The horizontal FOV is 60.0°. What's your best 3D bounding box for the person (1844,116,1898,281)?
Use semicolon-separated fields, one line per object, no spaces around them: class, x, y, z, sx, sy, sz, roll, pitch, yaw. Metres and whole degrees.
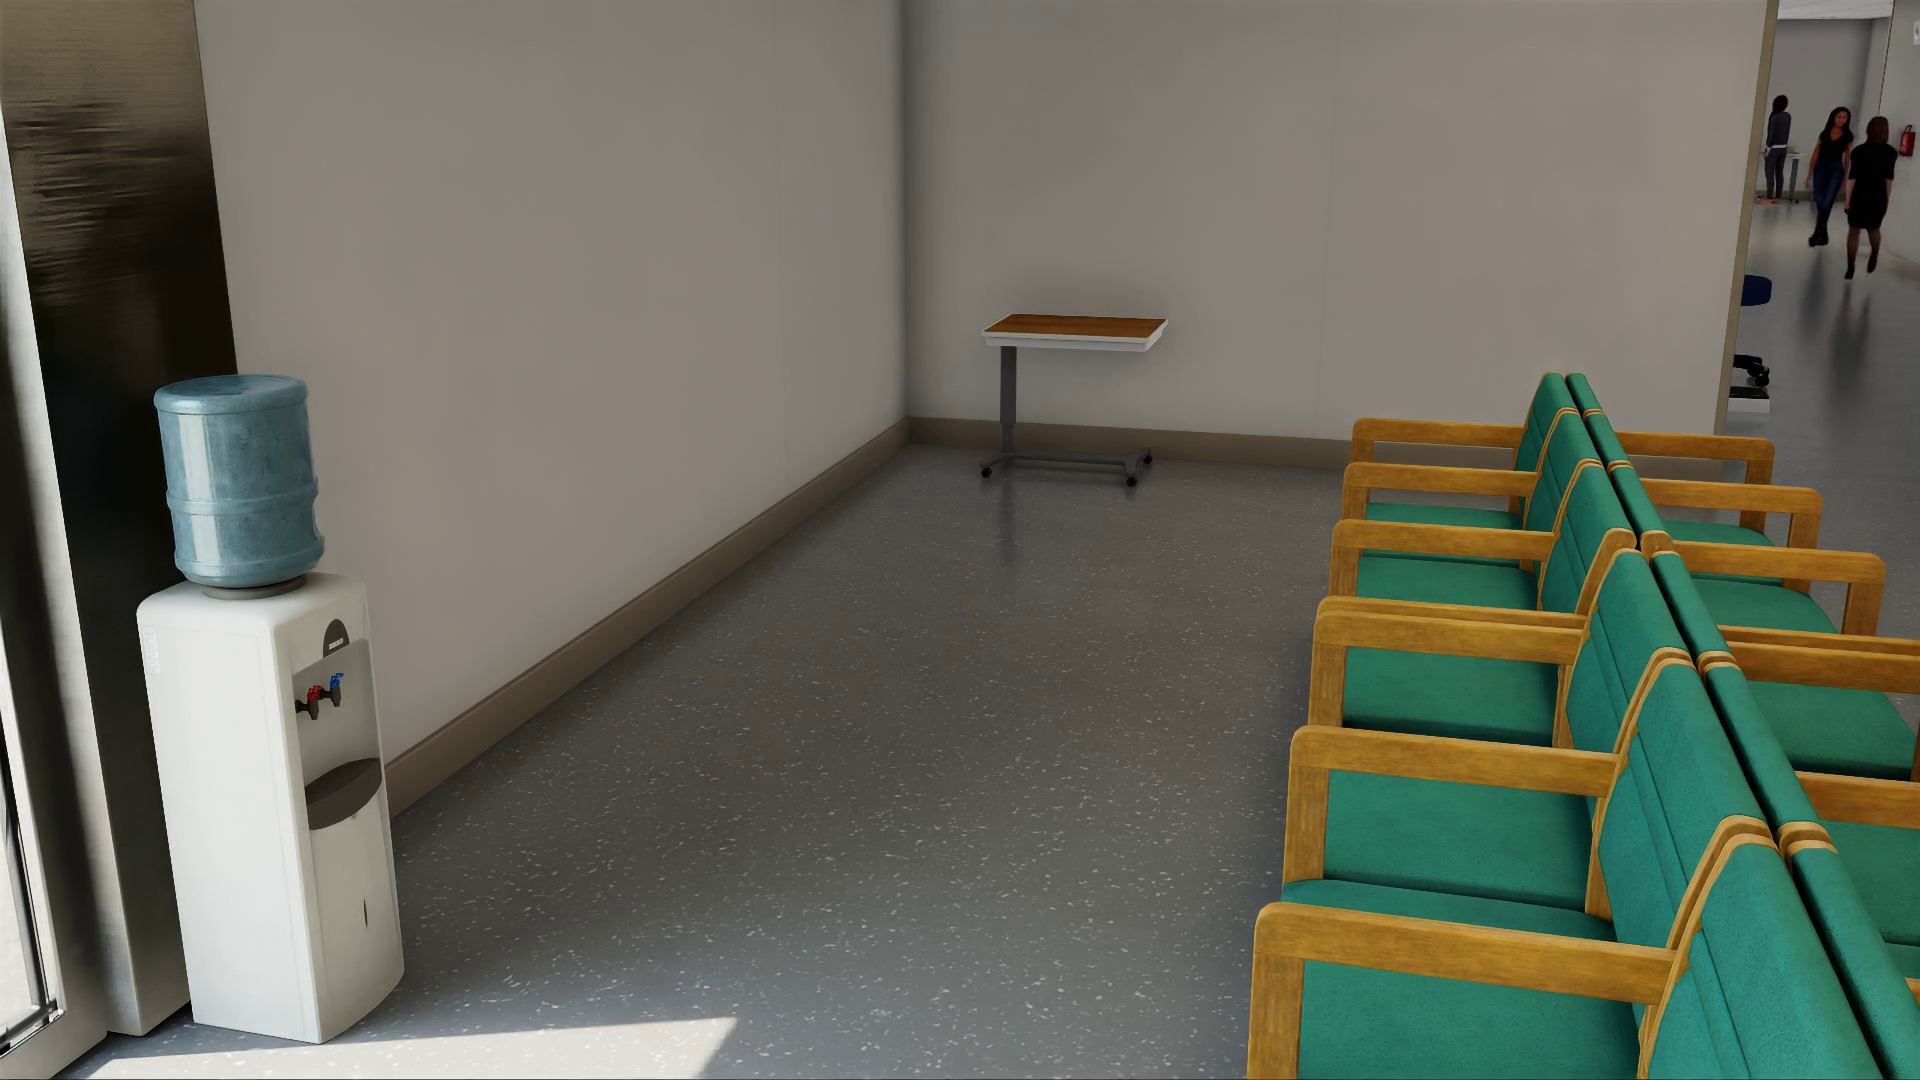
person;9.383;-3.483;17.142;0.920;1.682;0.667;5;16;16

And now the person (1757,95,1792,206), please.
person;13.599;-6.498;27.673;0.670;1.771;0.743;-8;17;-25

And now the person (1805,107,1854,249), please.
person;10.674;-4.407;20.431;1.215;1.675;0.976;12;20;37
